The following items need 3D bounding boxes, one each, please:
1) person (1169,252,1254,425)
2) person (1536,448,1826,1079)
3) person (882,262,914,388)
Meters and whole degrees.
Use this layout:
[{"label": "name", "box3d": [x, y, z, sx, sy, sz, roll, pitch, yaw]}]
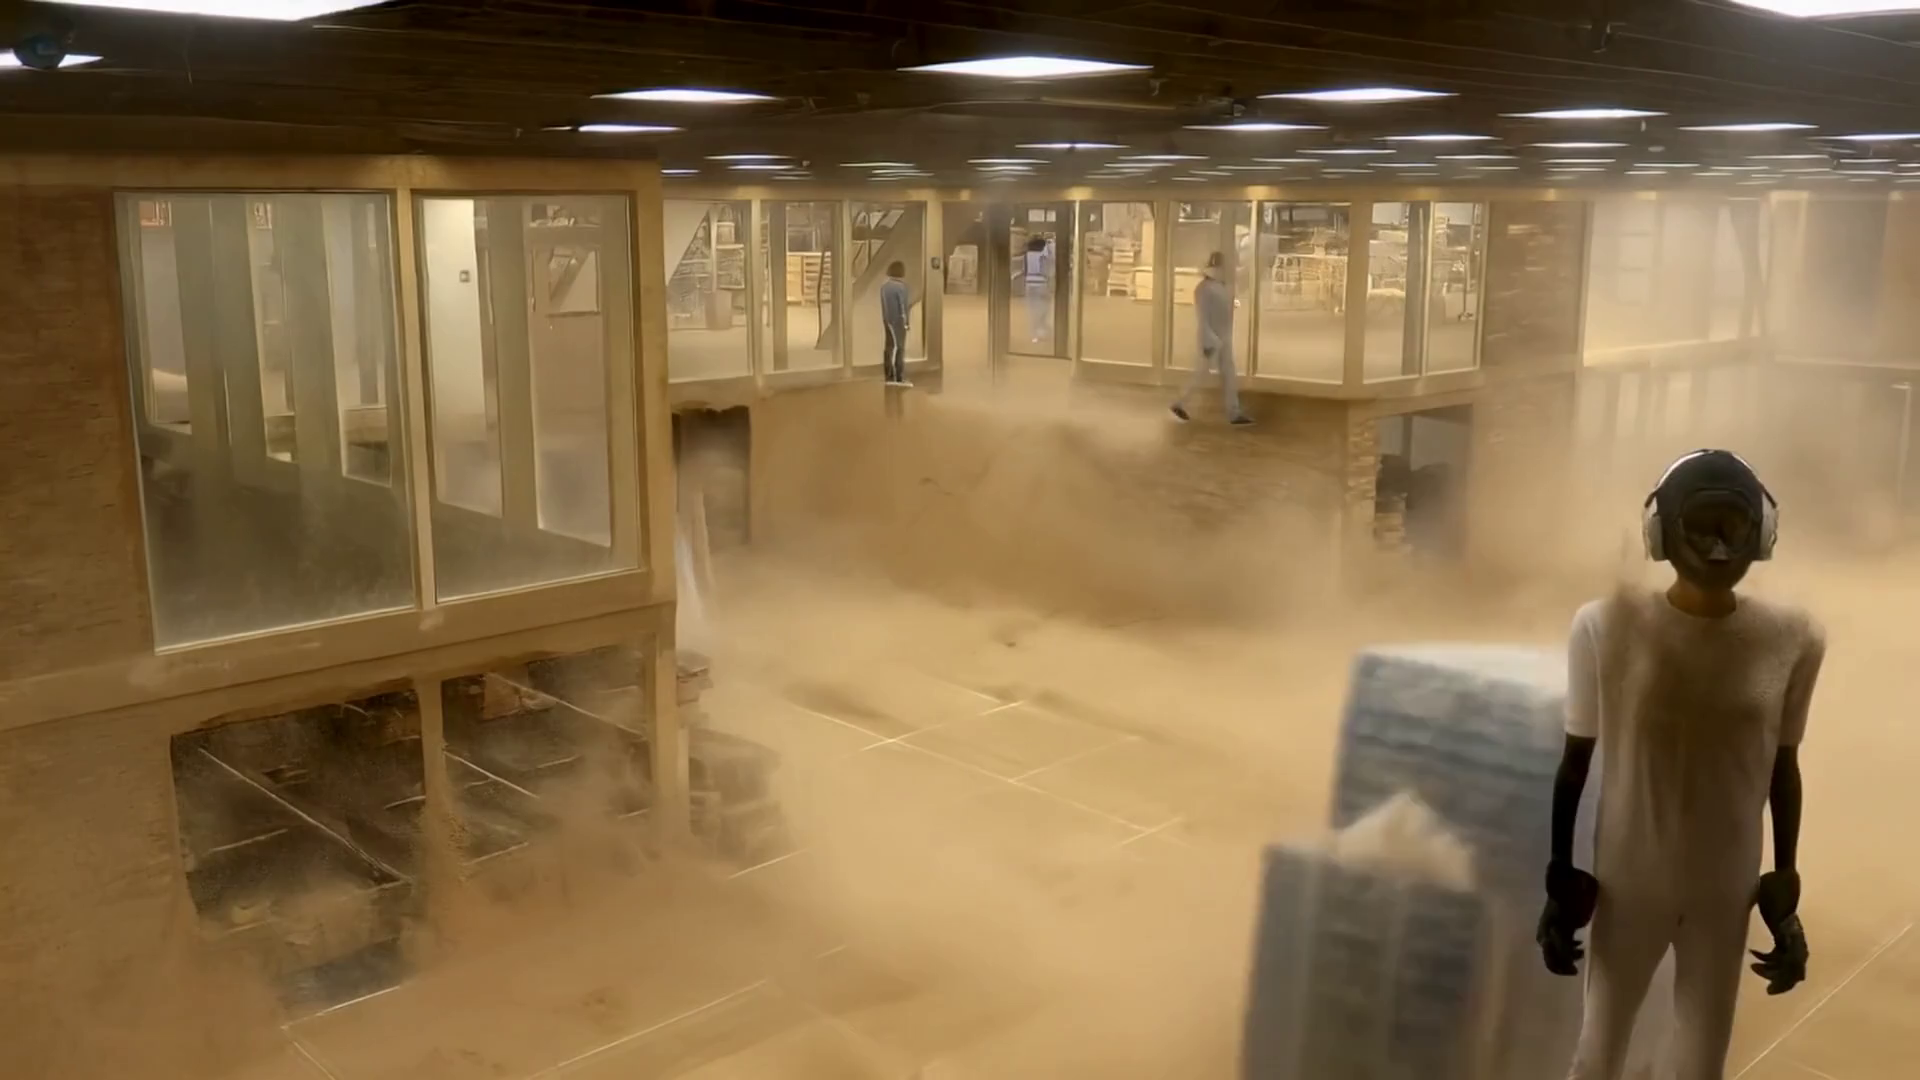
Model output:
[{"label": "person", "box3d": [2.707, -2.184, 18.026, 0.978, 1.865, 0.657, 9, 15, 40]}, {"label": "person", "box3d": [1.462, 0.732, 3.404, 0.530, 1.869, 0.311, 1, 11, 7]}, {"label": "person", "box3d": [-0.826, -2.803, 21.684, 0.281, 1.636, 0.500, -10, 15, -40]}]
